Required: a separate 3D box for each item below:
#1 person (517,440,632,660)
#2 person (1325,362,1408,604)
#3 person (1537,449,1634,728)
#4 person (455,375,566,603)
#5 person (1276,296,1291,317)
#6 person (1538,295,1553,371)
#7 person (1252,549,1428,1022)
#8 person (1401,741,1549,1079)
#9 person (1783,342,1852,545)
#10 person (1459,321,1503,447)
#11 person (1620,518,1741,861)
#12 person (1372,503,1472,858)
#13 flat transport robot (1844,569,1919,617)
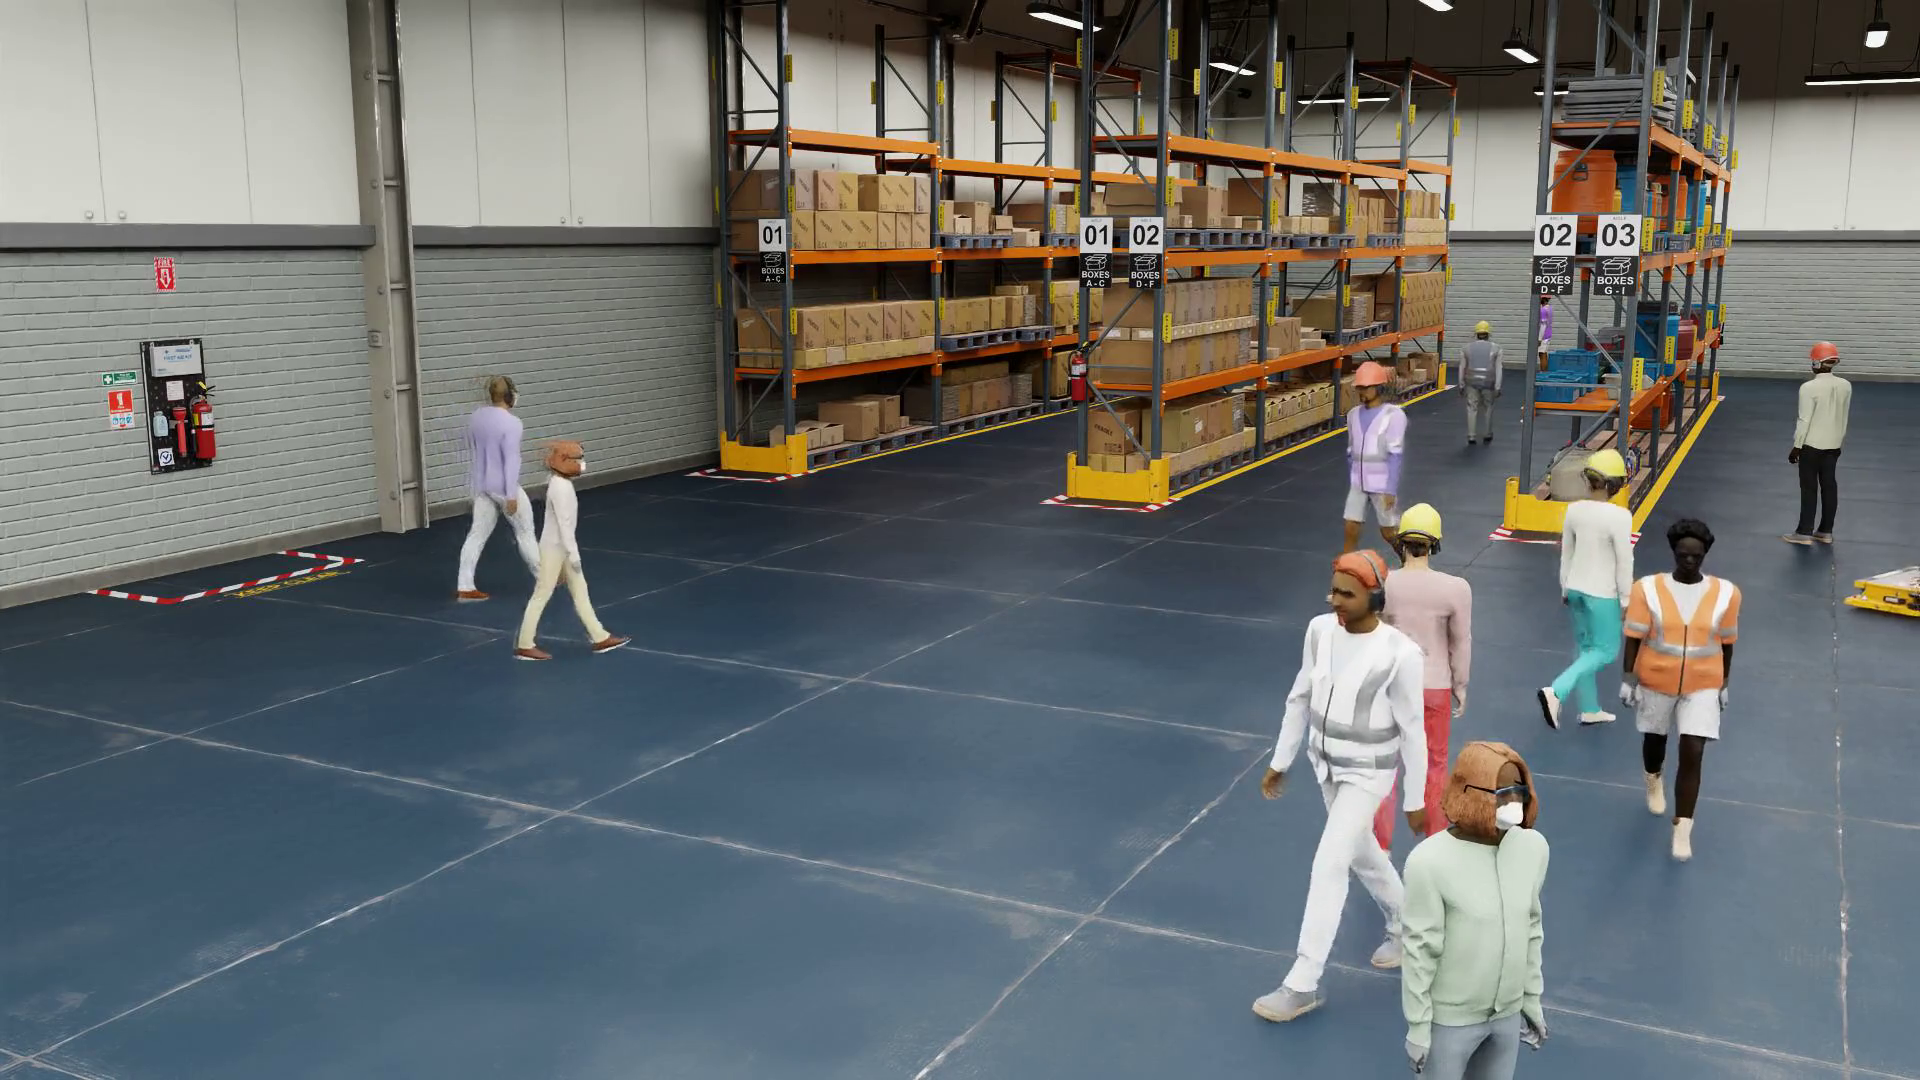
[{"bbox_3d":[-2.797,0.078,11.882,0.850,1.579,0.510,-1,10,-8],"label":"person"},{"bbox_3d":[3.486,-0.489,13.863,0.964,2.014,0.616,-8,13,-38],"label":"person"},{"bbox_3d":[3.824,0.317,10.148,0.608,1.748,0.530,-4,11,-20],"label":"person"},{"bbox_3d":[-3.818,-0.429,13.884,0.652,1.882,1.045,8,13,38],"label":"person"},{"bbox_3d":[7.655,-4.983,39.375,0.507,1.631,0.278,-5,12,-25],"label":"person"},{"bbox_3d":[11.959,-4.179,34.147,0.351,1.942,0.547,6,12,30],"label":"person"},{"bbox_3d":[1.590,0.925,6.641,1.018,1.837,0.588,-5,12,-27],"label":"person"},{"bbox_3d":[1.469,1.364,4.755,0.500,1.636,0.282,-5,12,-25],"label":"person"},{"bbox_3d":[8.447,-0.948,16.383,0.610,1.996,0.379,-4,11,-19],"label":"person"},{"bbox_3d":[7.547,-2.262,24.102,0.617,1.784,0.901,5,11,23],"label":"person"},{"bbox_3d":[3.602,0.690,8.372,0.532,1.664,0.815,4,11,20],"label":"person"},{"bbox_3d":[2.176,0.701,8.014,0.531,1.767,0.328,2,11,13],"label":"person"},{"bbox_3d":[7.959,0.412,13.670,1.431,0.197,0.652,-8,13,-35],"label":"flat transport robot"}]
